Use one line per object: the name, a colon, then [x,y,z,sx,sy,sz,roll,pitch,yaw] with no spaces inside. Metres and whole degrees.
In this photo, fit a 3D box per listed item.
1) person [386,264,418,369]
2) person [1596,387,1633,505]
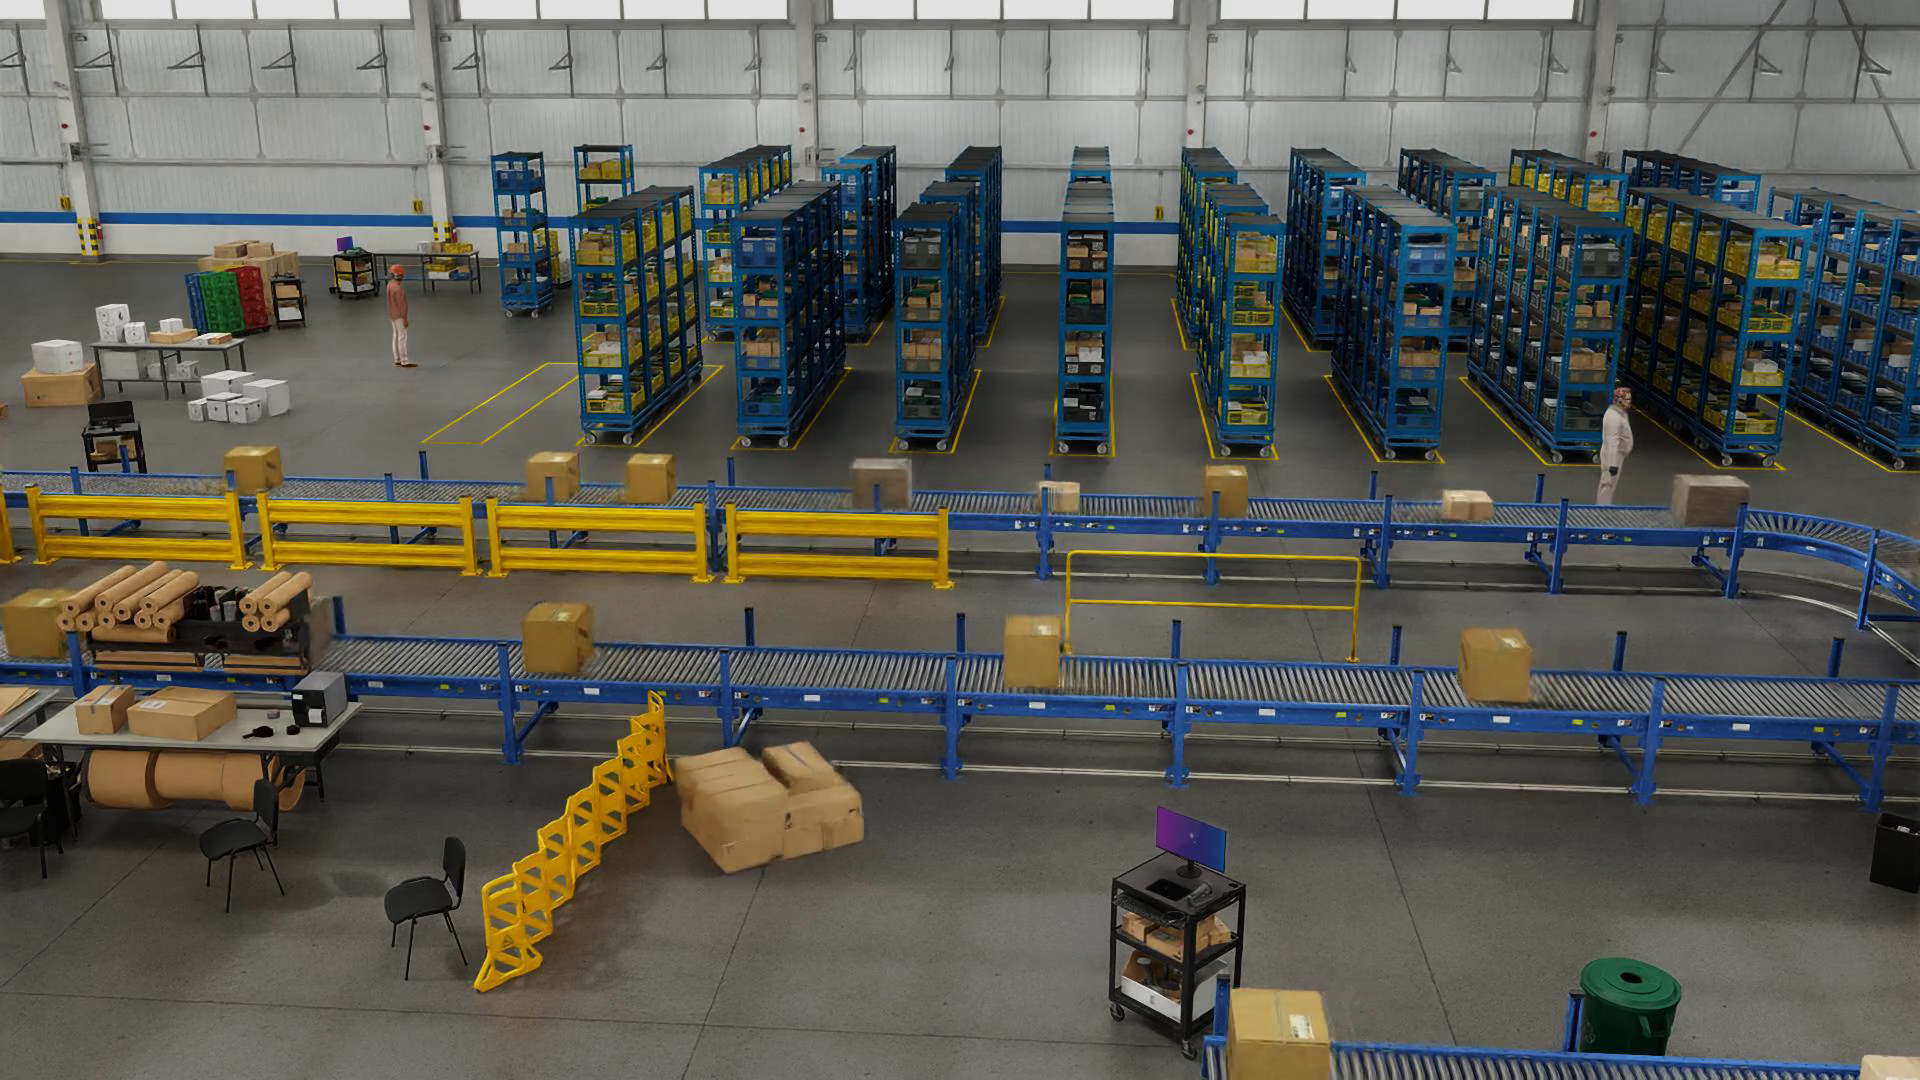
person: [-10.740,-4.280,31.873,0.376,1.997,0.612,-15,23,-38]
person: [8.592,-1.066,21.821,0.409,1.909,0.641,6,18,18]
